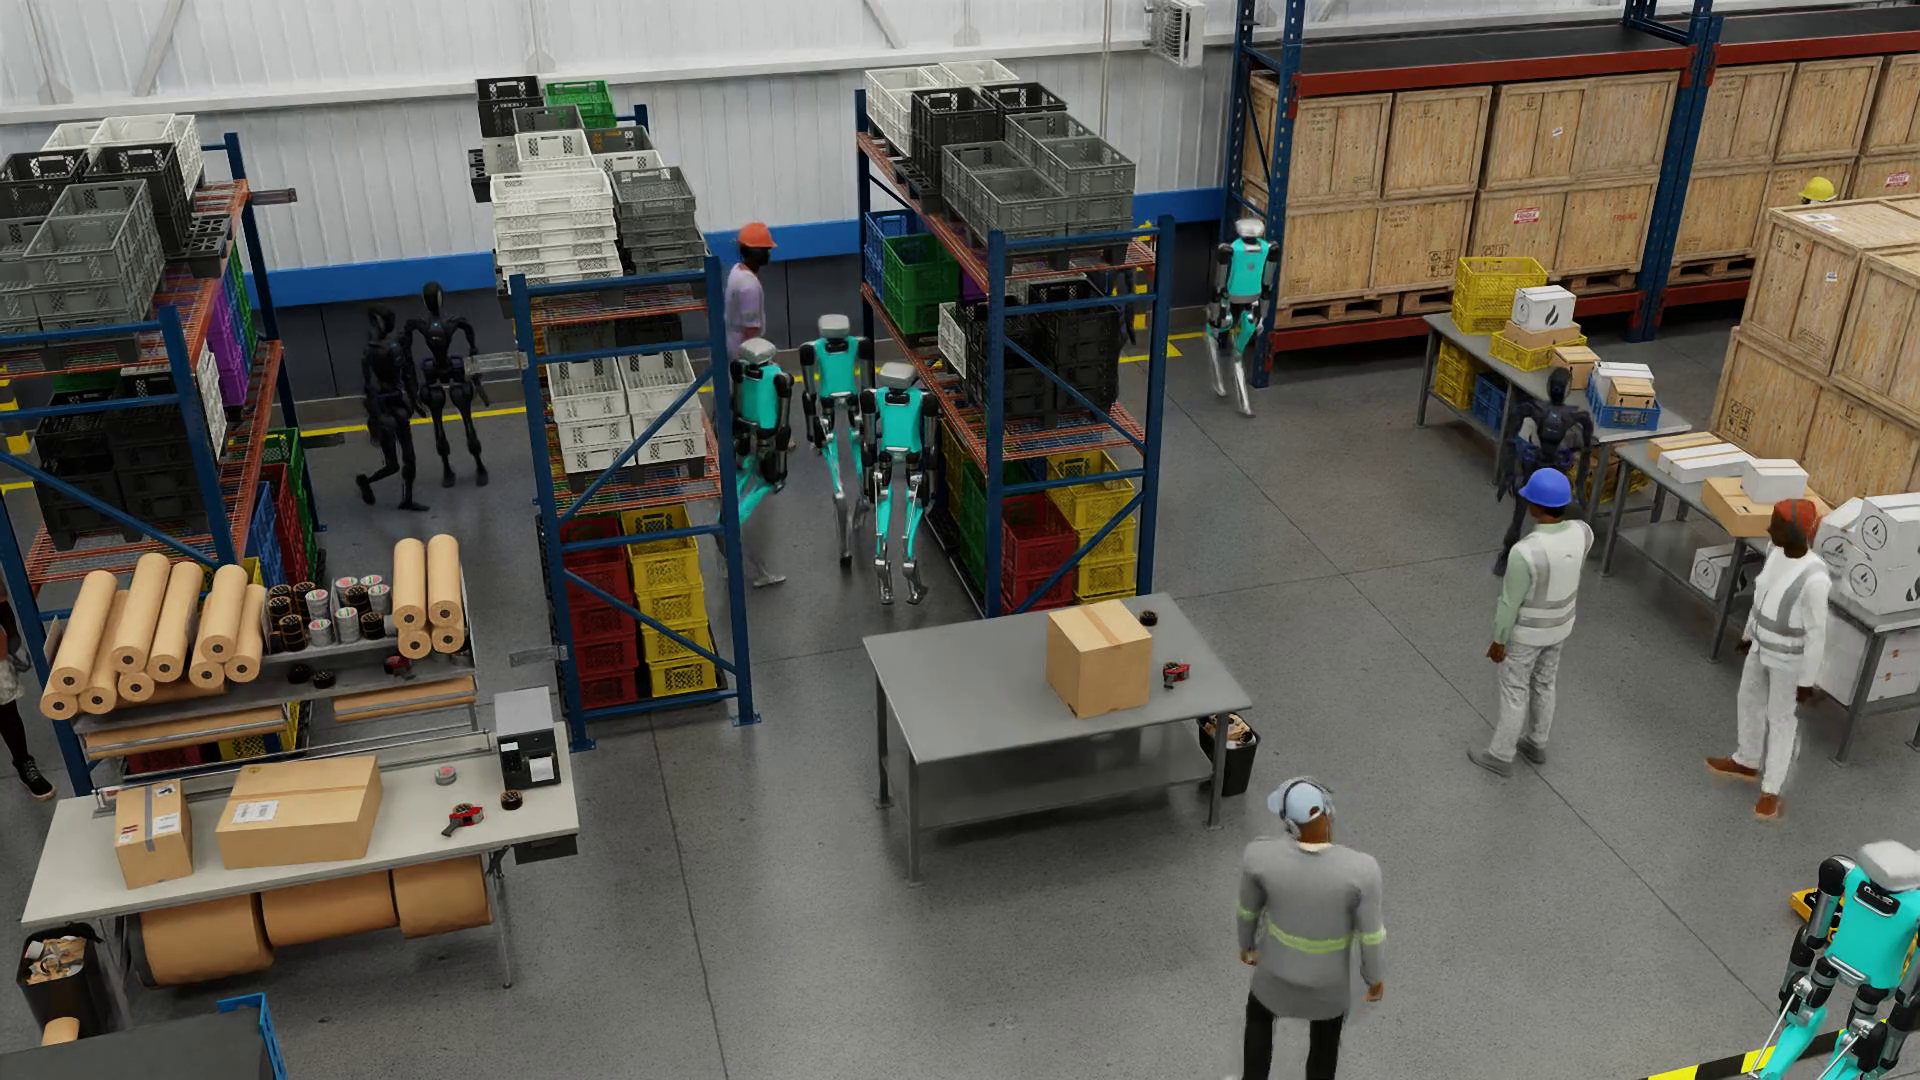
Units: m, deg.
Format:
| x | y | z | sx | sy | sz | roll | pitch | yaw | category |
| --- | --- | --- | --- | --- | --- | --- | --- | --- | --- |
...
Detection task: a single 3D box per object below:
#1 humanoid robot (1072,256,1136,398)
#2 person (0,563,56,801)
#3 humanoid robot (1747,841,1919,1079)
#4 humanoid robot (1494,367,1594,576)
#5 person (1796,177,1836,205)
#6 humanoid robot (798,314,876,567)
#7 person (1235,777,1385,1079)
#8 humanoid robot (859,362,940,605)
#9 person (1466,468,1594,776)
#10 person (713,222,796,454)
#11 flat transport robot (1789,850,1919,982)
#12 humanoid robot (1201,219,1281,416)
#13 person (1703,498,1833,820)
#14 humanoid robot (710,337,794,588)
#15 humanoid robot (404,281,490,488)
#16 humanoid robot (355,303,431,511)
| x | y | z | sx | sy | sz | roll | pitch | yaw | category |
| --- | --- | --- | --- | --- | --- | --- | --- | --- | --- |
| 1.193 | -1.837 | 14.080 | 0.614 | 1.620 | 0.798 | -6 | 29 | -11 | humanoid robot |
| -5.491 | 0.656 | 9.209 | 0.369 | 1.963 | 0.606 | 25 | 37 | 38 | person |
| 3.503 | 2.020 | 6.822 | 0.735 | 1.677 | 0.533 | -17 | 33 | -28 | humanoid robot |
| 4.057 | -0.441 | 11.510 | 0.593 | 1.637 | 0.411 | 10 | 30 | 18 | humanoid robot |
| 7.438 | -2.306 | 14.745 | 0.597 | 1.822 | 0.404 | -24 | 37 | -37 | person |
| -0.813 | -0.662 | 11.878 | 0.547 | 1.779 | 0.985 | -6 | 29 | -10 | humanoid robot |
| 1.491 | 1.840 | 7.218 | 0.661 | 1.824 | 0.406 | 11 | 31 | 19 | person |
| -0.430 | -0.293 | 11.031 | 0.533 | 1.677 | 0.735 | 4 | 29 | 7 | humanoid robot |
| 3.285 | 0.479 | 9.560 | 0.606 | 1.939 | 0.416 | -16 | 32 | -26 | person |
| -1.725 | -1.511 | 13.131 | 0.743 | 1.999 | 0.626 | -4 | 29 | -8 | person |
| 5.163 | 1.916 | 8.676 | 1.431 | 0.231 | 0.659 | -8 | 30 | -14 | flat transport robot |
| 2.330 | -1.931 | 14.147 | 0.539 | 1.761 | 0.905 | -5 | 29 | -9 | humanoid robot |
| 4.603 | 0.665 | 9.306 | 0.351 | 1.868 | 0.721 | -2 | 29 | -3 | person |
| -1.509 | -0.464 | 11.472 | 0.537 | 1.764 | 0.779 | 20 | 35 | 32 | humanoid robot |
| -3.975 | -1.206 | 12.880 | 0.601 | 1.652 | 0.328 | -5 | 29 | -9 | humanoid robot |
| -4.338 | -0.996 | 12.522 | 0.500 | 1.645 | 0.608 | 8 | 30 | 13 | humanoid robot |
